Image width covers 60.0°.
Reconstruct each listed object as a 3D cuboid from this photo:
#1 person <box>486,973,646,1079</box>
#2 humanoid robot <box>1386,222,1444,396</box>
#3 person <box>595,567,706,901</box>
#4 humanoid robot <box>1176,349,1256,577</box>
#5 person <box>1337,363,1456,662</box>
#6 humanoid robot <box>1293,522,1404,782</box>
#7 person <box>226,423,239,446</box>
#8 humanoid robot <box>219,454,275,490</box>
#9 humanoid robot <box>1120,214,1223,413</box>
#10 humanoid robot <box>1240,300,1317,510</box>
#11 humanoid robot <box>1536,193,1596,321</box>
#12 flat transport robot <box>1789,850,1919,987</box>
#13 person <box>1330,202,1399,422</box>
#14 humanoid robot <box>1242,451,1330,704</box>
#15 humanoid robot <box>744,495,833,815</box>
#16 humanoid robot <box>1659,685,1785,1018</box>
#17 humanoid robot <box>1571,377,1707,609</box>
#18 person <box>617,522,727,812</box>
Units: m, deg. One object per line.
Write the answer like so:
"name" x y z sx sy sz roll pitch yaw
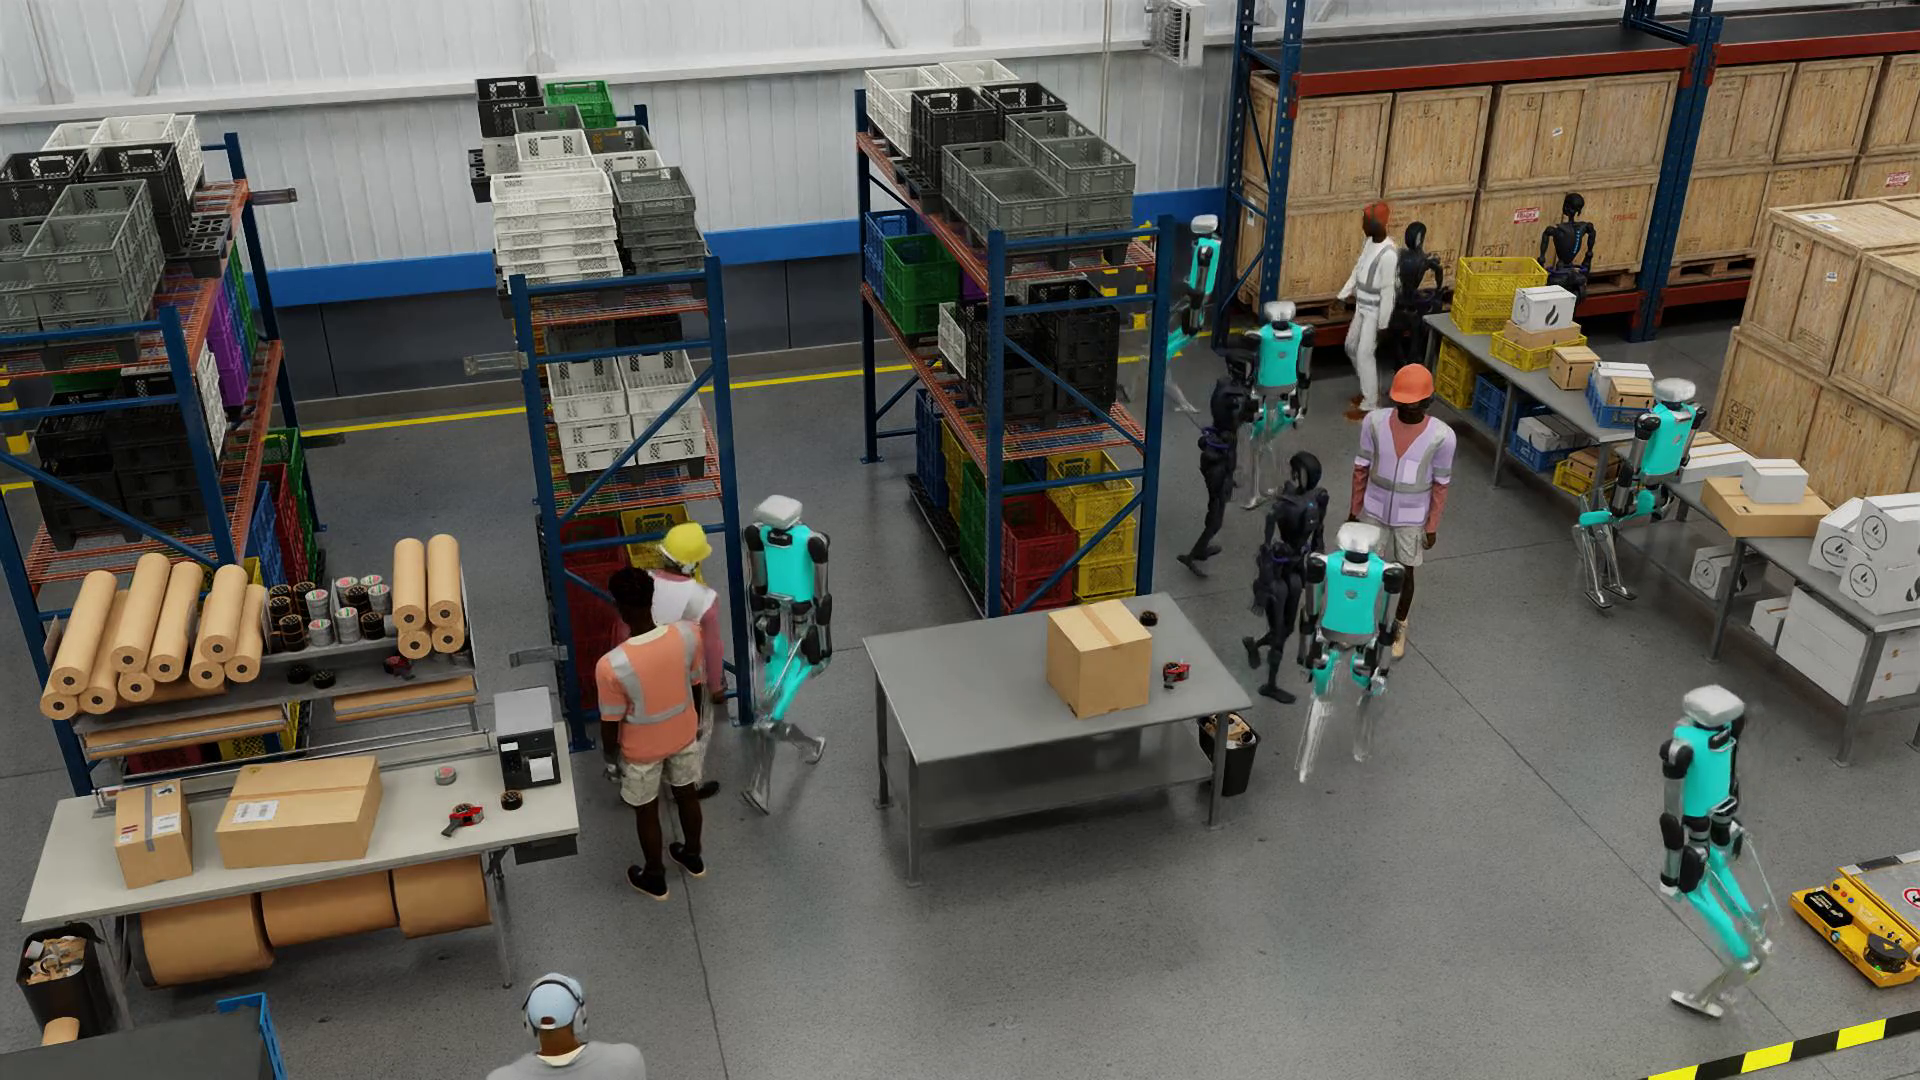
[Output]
"person" -1.420 2.351 6.246 0.587 1.847 0.397 -8 30 -14
"humanoid robot" 3.896 -1.957 14.276 0.603 1.638 0.447 20 34 31
"person" -1.587 1.006 8.587 0.602 1.955 0.396 -22 36 -34
"humanoid robot" 1.787 -0.570 11.744 0.487 1.645 0.616 -1 29 -1
"person" 2.784 -0.175 10.642 0.606 2.044 0.371 14 32 24
"humanoid robot" 2.218 0.599 9.589 0.530 1.800 0.798 7 30 13
"person" -6.265 -1.424 13.135 0.747 1.812 0.630 -2 29 -3
"humanoid robot" -5.651 -0.983 12.515 0.725 1.635 0.596 -9 30 -15
"humanoid robot" 1.734 -1.885 14.122 0.881 1.822 0.548 7 30 12
"humanoid robot" 2.321 -1.047 12.535 0.593 1.781 0.767 -3 29 -6
"humanoid robot" 5.346 -2.271 14.816 0.599 1.657 0.315 -7 29 -12
"flat transport robot" 5.163 1.916 8.676 1.431 0.231 0.659 -8 30 -14
"person" 3.434 -1.939 14.029 0.503 1.862 0.578 0 29 -1
"humanoid robot" 1.999 0.196 10.390 0.588 1.655 0.616 -21 35 -33
"humanoid robot" -1.108 0.700 9.392 0.559 1.763 0.960 13 31 23
"humanoid robot" 3.591 1.576 7.784 0.559 1.774 0.787 -20 34 -32
"humanoid robot" 4.470 -0.376 11.186 0.533 1.673 0.735 -12 31 -21
"person" -1.615 0.718 9.284 0.687 1.793 0.512 10 30 18
